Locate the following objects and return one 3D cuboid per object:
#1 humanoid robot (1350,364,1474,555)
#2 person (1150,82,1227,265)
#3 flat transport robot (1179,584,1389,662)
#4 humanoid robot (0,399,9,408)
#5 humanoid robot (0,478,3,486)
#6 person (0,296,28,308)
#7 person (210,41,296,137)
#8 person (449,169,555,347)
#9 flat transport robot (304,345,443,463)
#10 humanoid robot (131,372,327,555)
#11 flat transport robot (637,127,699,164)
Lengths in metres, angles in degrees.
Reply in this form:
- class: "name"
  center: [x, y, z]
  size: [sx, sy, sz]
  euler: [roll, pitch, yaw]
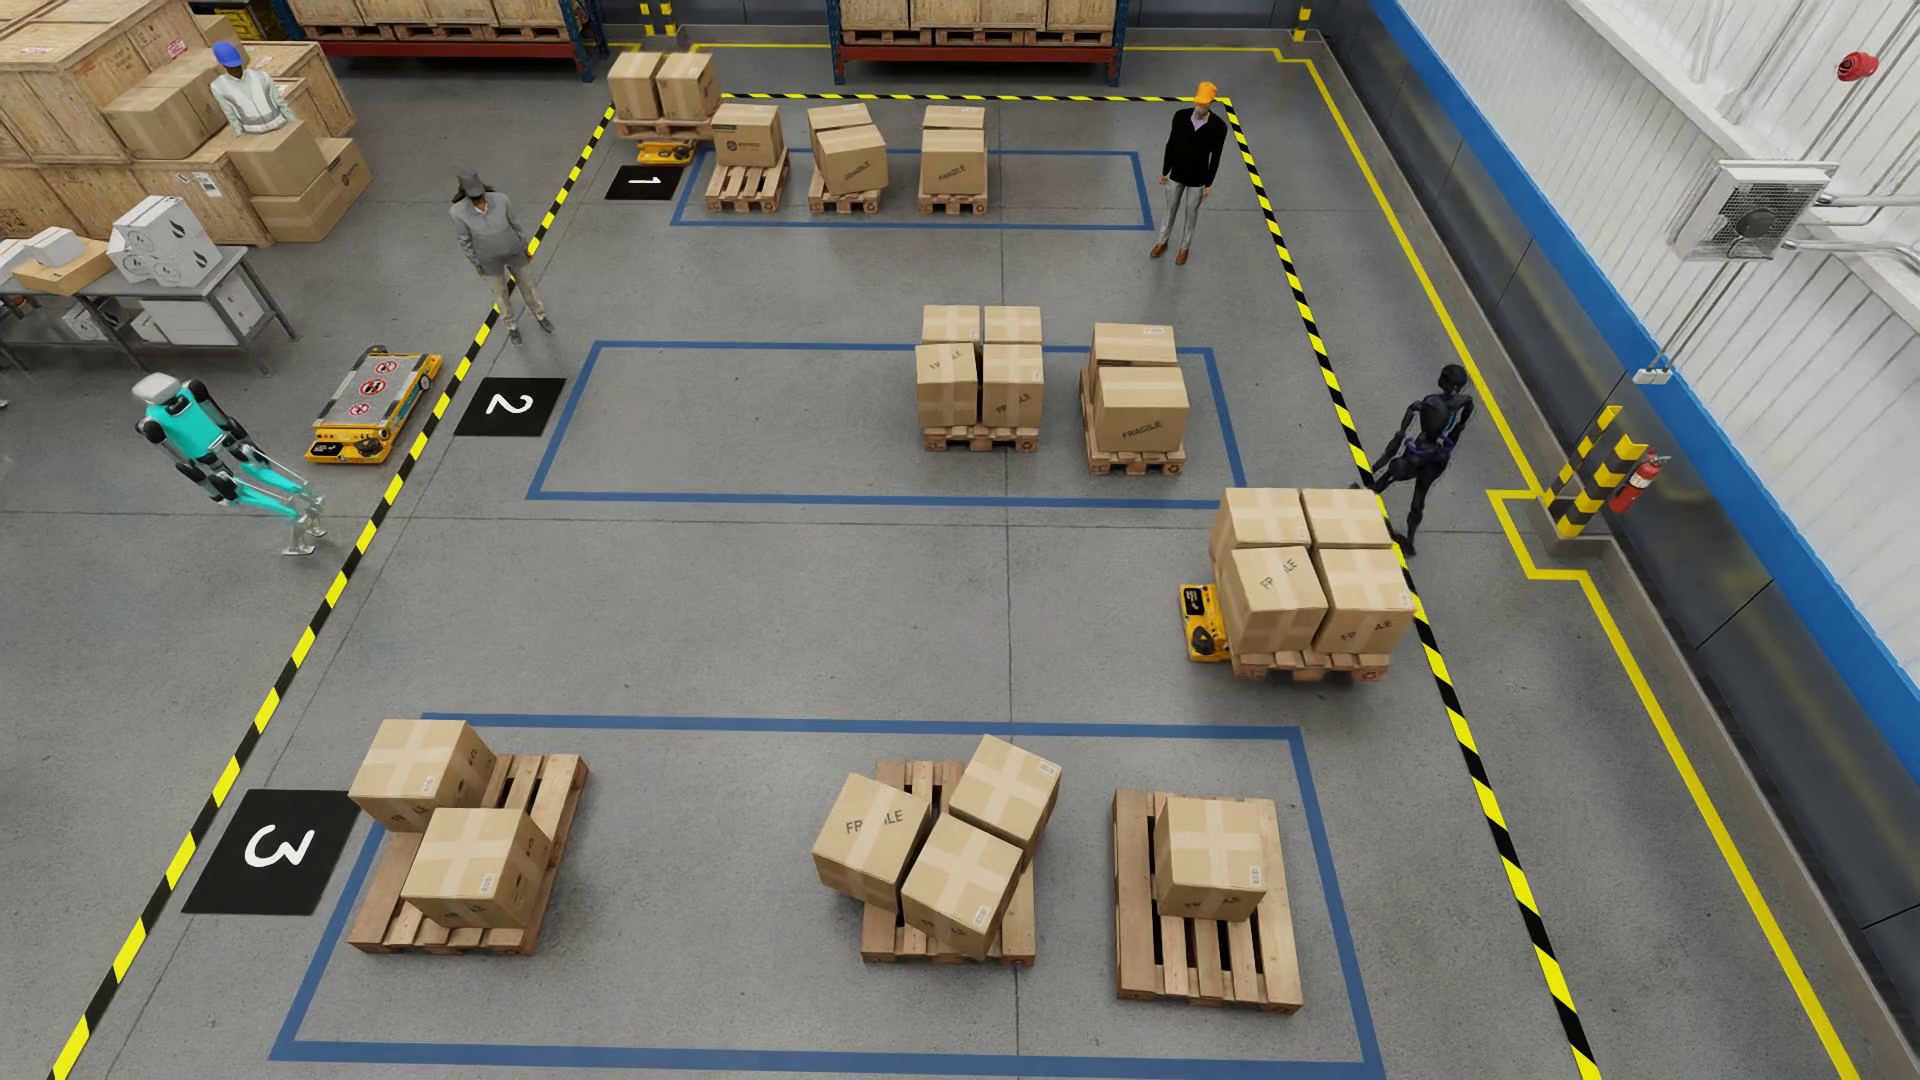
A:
- class: "humanoid robot"
  center: [3.521, -0.663, 7.032]
  size: [0.587, 1.621, 0.777]
  euler: [-8, 50, -7]
- class: "person"
  center: [2.366, -3.778, 9.507]
  size: [0.587, 1.884, 0.361]
  euler: [23, 54, 19]
- class: "flat transport robot"
  center: [2.409, 0.590, 6.850]
  size: [1.431, 0.197, 0.652]
  euler: [1, 50, 1]
- class: "humanoid robot"
  center: [-9.056, -1.753, 7.966]
  size: [0.761, 1.901, 0.575]
  euler: [-28, 55, -21]
- class: "humanoid robot"
  center: [-8.223, -0.859, 7.197]
  size: [0.553, 1.886, 0.779]
  euler: [-33, 57, -25]
- class: "person"
  center: [-10.033, -3.034, 8.876]
  size: [0.582, 1.884, 0.351]
  euler: [12, 51, 10]
- class: "person"
  center: [-7.532, -4.430, 10.024]
  size: [0.602, 1.939, 0.411]
  euler: [-34, 58, -25]
- class: "person"
  center: [-4.331, -2.678, 8.653]
  size: [0.564, 1.762, 0.406]
  euler: [-29, 56, -22]
- class: "flat transport robot"
  center: [-5.383, -1.269, 8.441]
  size: [0.659, 0.231, 1.431]
  euler: [1, 50, 1]
- class: "humanoid robot"
  center: [-5.190, -0.497, 6.737]
  size: [0.735, 1.677, 0.533]
  euler: [8, 50, 7]
- class: "flat transport robot"
  center: [-3.686, -5.291, 11.826]
  size: [0.652, 0.197, 1.431]
  euler: [1, 50, 1]
